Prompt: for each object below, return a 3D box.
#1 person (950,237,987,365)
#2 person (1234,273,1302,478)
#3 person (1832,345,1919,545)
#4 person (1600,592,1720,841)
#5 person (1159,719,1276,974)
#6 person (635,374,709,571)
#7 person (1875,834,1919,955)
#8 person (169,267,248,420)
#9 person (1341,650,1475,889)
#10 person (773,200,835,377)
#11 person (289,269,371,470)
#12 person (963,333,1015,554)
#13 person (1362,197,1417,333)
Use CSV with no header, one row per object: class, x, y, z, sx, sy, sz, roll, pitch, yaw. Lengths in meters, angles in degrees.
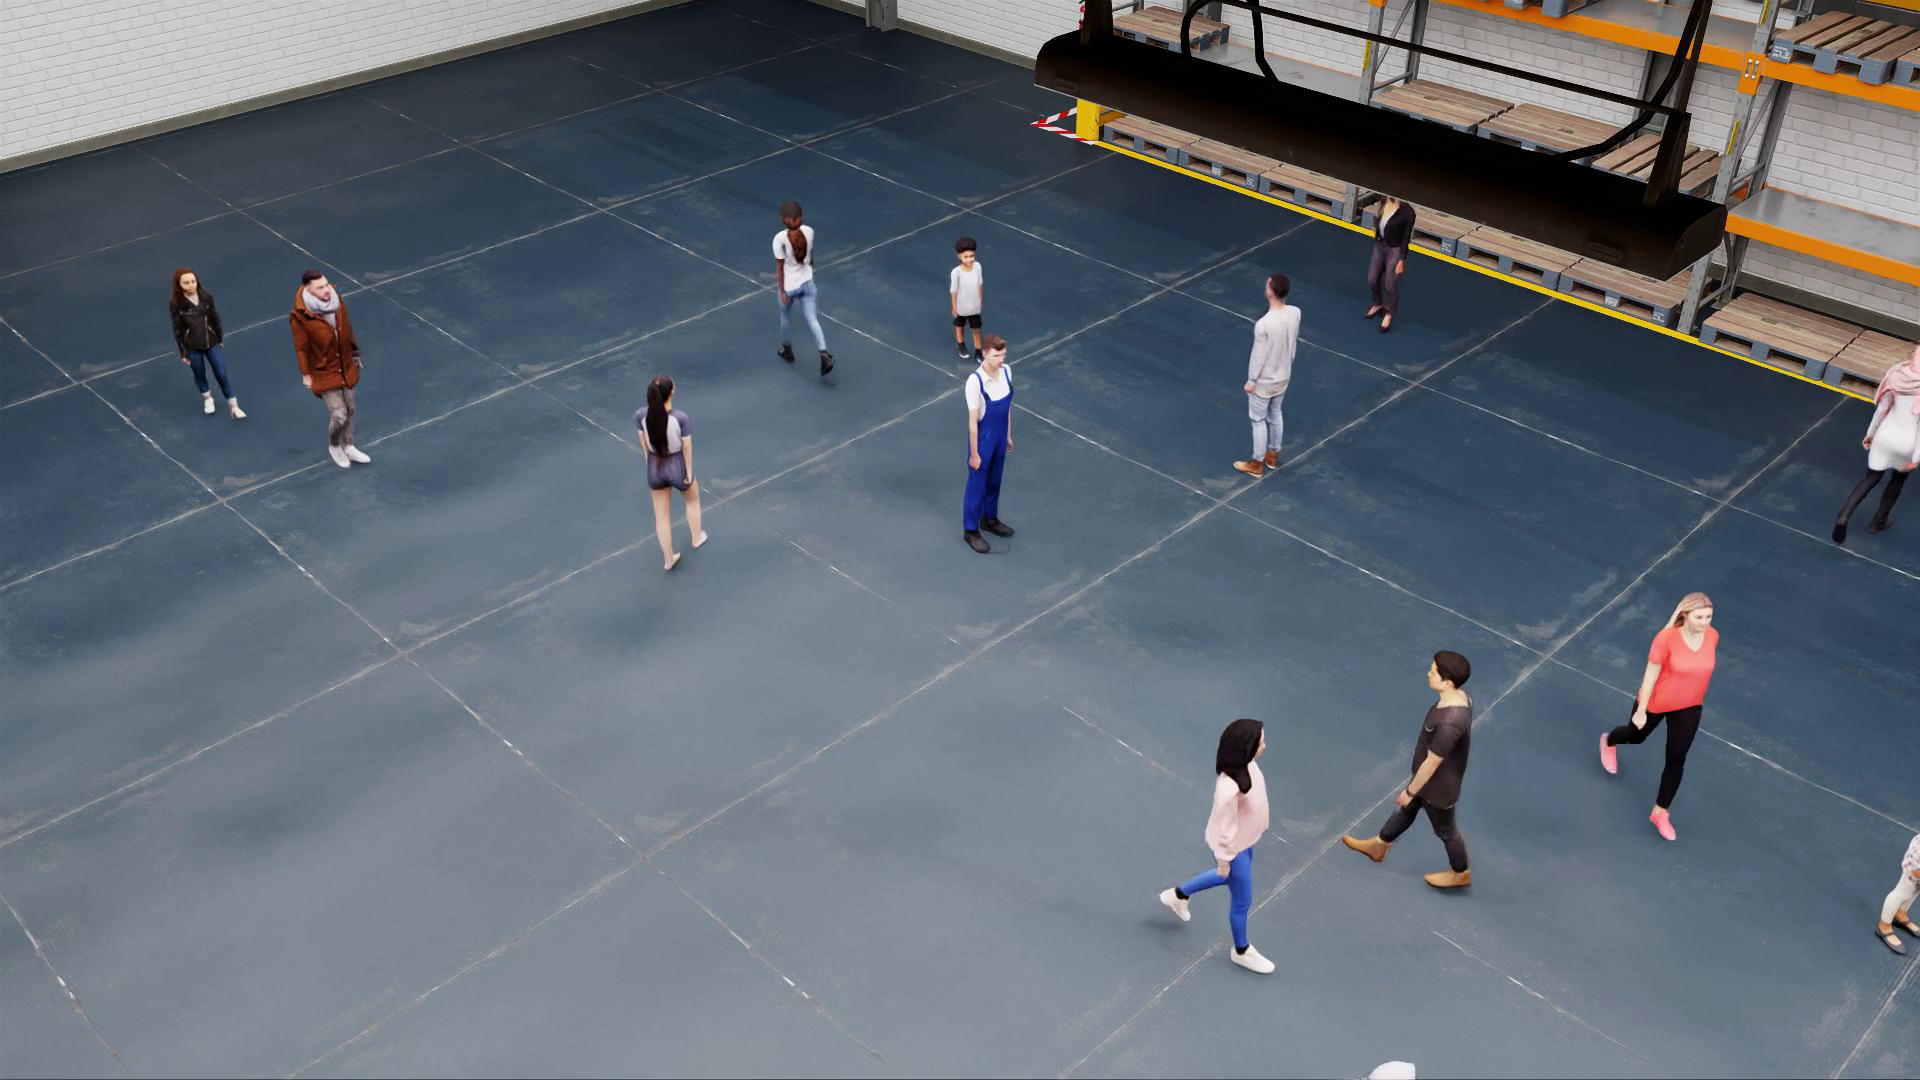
person,0.043,-2.330,15.940,0.668,1.242,0.792,-12,35,-17
person,2.611,-1.391,13.991,0.703,1.837,0.588,-24,41,-32
person,7.293,-0.727,13.045,0.791,1.779,1.053,-22,39,-29
person,4.430,0.997,10.555,1.061,1.663,1.197,-3,34,-5
person,1.486,1.694,9.427,1.086,1.752,0.888,13,36,19
person,-2.265,-0.480,12.807,0.839,1.631,0.884,3,34,4
person,5.630,1.813,9.647,0.569,1.310,0.557,-18,38,-25
person,-6.847,-1.782,14.929,0.663,1.451,0.919,-21,39,-29
person,2.925,1.425,9.905,1.144,1.671,0.966,8,35,12
person,-1.468,-2.333,15.539,0.759,1.691,1.134,-19,38,-26
person,-5.384,-1.453,14.096,0.776,1.824,0.795,17,37,24
person,0.228,-0.803,13.097,0.557,1.848,0.626,27,42,35
person,4.236,-2.795,16.284,0.781,1.636,0.624,-11,35,-17
